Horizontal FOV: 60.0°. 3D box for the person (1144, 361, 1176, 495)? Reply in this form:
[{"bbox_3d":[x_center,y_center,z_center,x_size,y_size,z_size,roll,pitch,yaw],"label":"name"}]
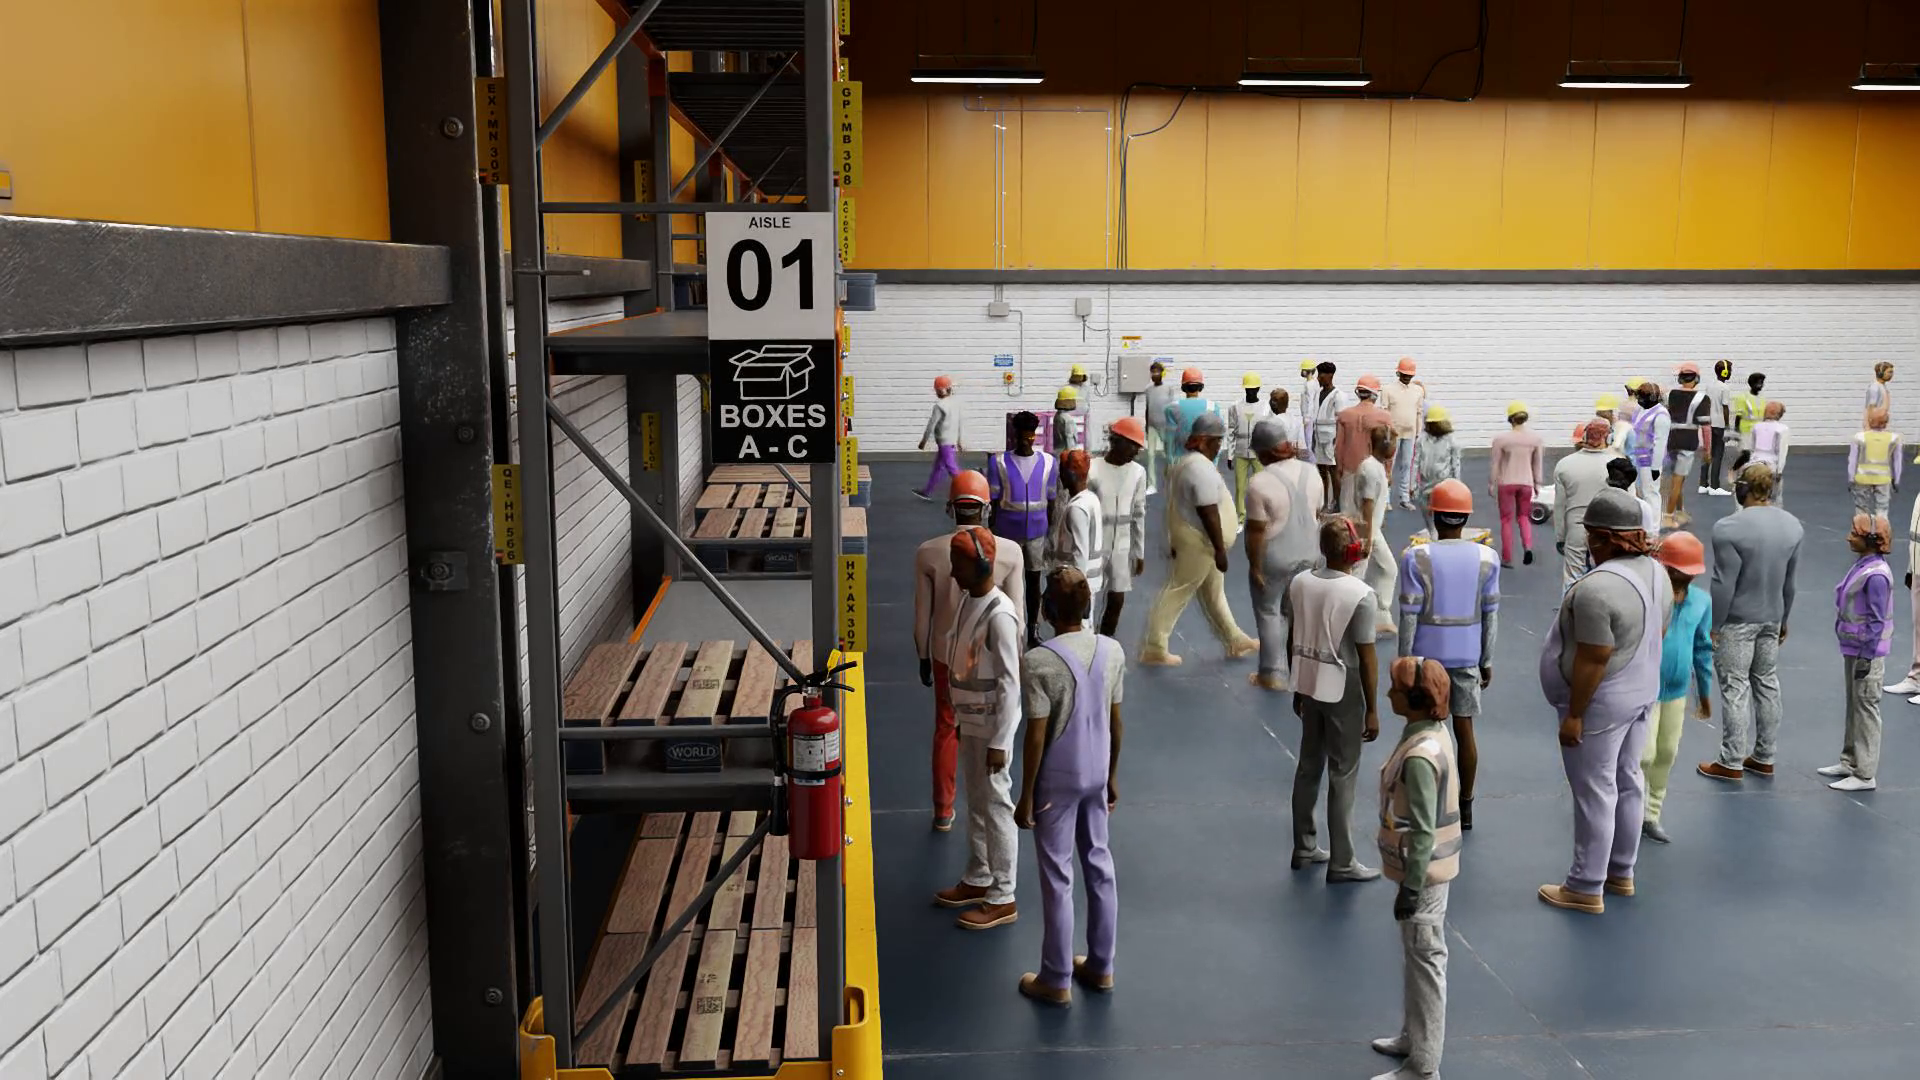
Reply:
[{"bbox_3d":[2.813,-1.568,23.155,0.519,1.852,0.749,5,10,30],"label":"person"}]

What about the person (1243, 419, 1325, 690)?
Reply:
[{"bbox_3d":[2.337,0.107,12.044,0.688,2.000,0.685,-5,10,-28],"label":"person"}]

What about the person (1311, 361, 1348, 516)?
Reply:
[{"bbox_3d":[4.650,-1.284,21.065,0.372,1.956,0.599,-4,10,-25],"label":"person"}]

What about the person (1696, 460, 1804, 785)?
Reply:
[{"bbox_3d":[4.713,0.492,9.945,0.635,1.937,0.352,-3,10,-20],"label":"person"}]

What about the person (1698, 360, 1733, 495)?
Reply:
[{"bbox_3d":[10.489,-1.555,23.016,0.311,1.869,0.532,-2,9,-10],"label":"person"}]

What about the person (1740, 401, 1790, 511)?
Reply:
[{"bbox_3d":[9.288,-0.809,19.198,0.885,1.586,0.534,-6,11,-32],"label":"person"}]

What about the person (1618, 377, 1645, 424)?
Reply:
[{"bbox_3d":[8.479,-1.182,21.034,0.350,1.759,0.523,0,9,-3],"label":"person"}]

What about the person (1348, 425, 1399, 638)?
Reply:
[{"bbox_3d":[3.427,-0.044,13.738,0.739,1.800,0.574,3,9,15],"label":"person"}]

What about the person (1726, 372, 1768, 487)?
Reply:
[{"bbox_3d":[11.070,-1.514,23.302,0.537,1.681,0.398,-3,10,-19],"label":"person"}]

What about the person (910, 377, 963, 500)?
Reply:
[{"bbox_3d":[-0.262,-1.321,22.114,0.950,1.685,0.551,4,10,22],"label":"person"}]

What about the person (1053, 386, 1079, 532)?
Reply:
[{"bbox_3d":[1.244,-0.933,19.504,0.299,1.745,0.483,-3,9,-16],"label":"person"}]

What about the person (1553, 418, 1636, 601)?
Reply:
[{"bbox_3d":[5.077,-0.026,13.306,0.643,1.908,0.411,6,11,34],"label":"person"}]

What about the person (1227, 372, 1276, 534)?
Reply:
[{"bbox_3d":[3.398,-1.007,19.434,0.586,1.920,0.391,4,10,24],"label":"person"}]

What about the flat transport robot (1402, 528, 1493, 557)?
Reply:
[{"bbox_3d":[5.322,0.025,18.101,0.652,0.197,1.431,5,10,29],"label":"flat transport robot"}]

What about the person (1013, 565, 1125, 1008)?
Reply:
[{"bbox_3d":[0.451,1.019,6.928,0.506,1.845,0.342,-6,11,-32],"label":"person"}]

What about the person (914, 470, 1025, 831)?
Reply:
[{"bbox_3d":[0.054,0.609,9.082,0.605,1.986,0.402,1,9,9],"label":"person"}]

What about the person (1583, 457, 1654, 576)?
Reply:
[{"bbox_3d":[4.874,0.225,12.379,0.321,1.698,0.529,-6,11,-33],"label":"person"}]

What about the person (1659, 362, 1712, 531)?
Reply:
[{"bbox_3d":[8.663,-1.116,19.847,0.872,1.990,0.662,-7,12,-38],"label":"person"}]

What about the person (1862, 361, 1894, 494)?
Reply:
[{"bbox_3d":[12.774,-1.570,23.191,0.333,1.842,0.511,7,11,37],"label":"person"}]

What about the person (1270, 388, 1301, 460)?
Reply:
[{"bbox_3d":[3.405,-0.693,17.688,0.513,1.842,0.325,-8,12,-41],"label":"person"}]

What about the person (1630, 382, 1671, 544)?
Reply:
[{"bbox_3d":[7.771,-0.871,18.853,0.430,1.835,0.619,0,9,-3],"label":"person"}]

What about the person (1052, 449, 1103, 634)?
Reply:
[{"bbox_3d":[0.785,0.322,11.184,0.342,1.881,0.587,2,9,11],"label":"person"}]

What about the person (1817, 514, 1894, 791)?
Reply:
[{"bbox_3d":[5.323,0.661,9.817,0.309,1.641,0.513,3,10,18],"label":"person"}]

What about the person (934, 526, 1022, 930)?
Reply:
[{"bbox_3d":[0.102,0.865,7.766,0.361,1.887,0.575,-3,9,-17],"label":"person"}]

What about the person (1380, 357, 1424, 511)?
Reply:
[{"bbox_3d":[5.685,-1.357,21.413,0.608,1.985,0.396,-2,9,-11],"label":"person"}]

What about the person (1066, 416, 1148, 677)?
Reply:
[{"bbox_3d":[1.031,0.067,12.463,0.779,1.989,0.497,-3,10,-20],"label":"person"}]

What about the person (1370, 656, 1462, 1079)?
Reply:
[{"bbox_3d":[1.704,1.236,6.203,0.315,1.641,0.515,3,10,18],"label":"person"}]

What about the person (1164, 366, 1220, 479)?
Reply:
[{"bbox_3d":[2.528,-0.872,18.171,0.604,2.048,0.367,0,9,2],"label":"person"}]

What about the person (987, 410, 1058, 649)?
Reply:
[{"bbox_3d":[0.504,-0.068,13.417,0.600,1.953,0.387,-2,9,-11],"label":"person"}]

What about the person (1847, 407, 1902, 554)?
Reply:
[{"bbox_3d":[9.846,-0.618,17.917,0.519,1.624,0.527,3,10,21],"label":"person"}]

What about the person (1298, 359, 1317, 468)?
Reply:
[{"bbox_3d":[5.275,-1.864,25.279,0.322,1.767,0.533,2,9,13],"label":"person"}]

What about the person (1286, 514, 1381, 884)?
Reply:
[{"bbox_3d":[1.862,0.792,8.338,0.376,1.848,0.573,-6,11,-31],"label":"person"}]

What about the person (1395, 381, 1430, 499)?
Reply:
[{"bbox_3d":[6.120,-1.341,22.457,0.518,1.618,0.390,-4,10,-26],"label":"person"}]

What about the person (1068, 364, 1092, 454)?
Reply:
[{"bbox_3d":[1.786,-1.740,24.633,0.515,1.710,0.750,-5,10,-27],"label":"person"}]

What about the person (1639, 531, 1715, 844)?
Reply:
[{"bbox_3d":[3.709,0.777,8.860,0.609,1.714,0.554,-3,9,-16],"label":"person"}]

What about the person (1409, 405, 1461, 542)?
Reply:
[{"bbox_3d":[4.962,-0.557,17.256,0.481,1.707,0.798,8,12,41],"label":"person"}]

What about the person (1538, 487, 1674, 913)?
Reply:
[{"bbox_3d":[3.056,0.752,7.997,0.680,2.000,0.537,-8,12,-41],"label":"person"}]

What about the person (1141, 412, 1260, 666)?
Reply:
[{"bbox_3d":[1.892,-0.030,12.908,1.053,2.000,0.692,0,9,-2],"label":"person"}]

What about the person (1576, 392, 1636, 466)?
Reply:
[{"bbox_3d":[6.728,-0.637,17.419,0.607,1.812,0.448,9,12,43],"label":"person"}]

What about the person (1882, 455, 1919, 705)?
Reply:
[{"bbox_3d":[6.891,0.206,11.785,0.368,1.926,0.587,0,9,2],"label":"person"}]

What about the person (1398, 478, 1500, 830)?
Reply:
[{"bbox_3d":[2.642,0.629,9.090,0.551,1.936,0.356,0,9,-3],"label":"person"}]

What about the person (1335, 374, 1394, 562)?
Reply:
[{"bbox_3d":[4.293,-0.761,17.643,0.618,1.990,0.394,6,11,32],"label":"person"}]

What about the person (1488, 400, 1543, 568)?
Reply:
[{"bbox_3d":[5.748,-0.572,17.236,0.525,1.754,0.376,0,9,-3],"label":"person"}]
